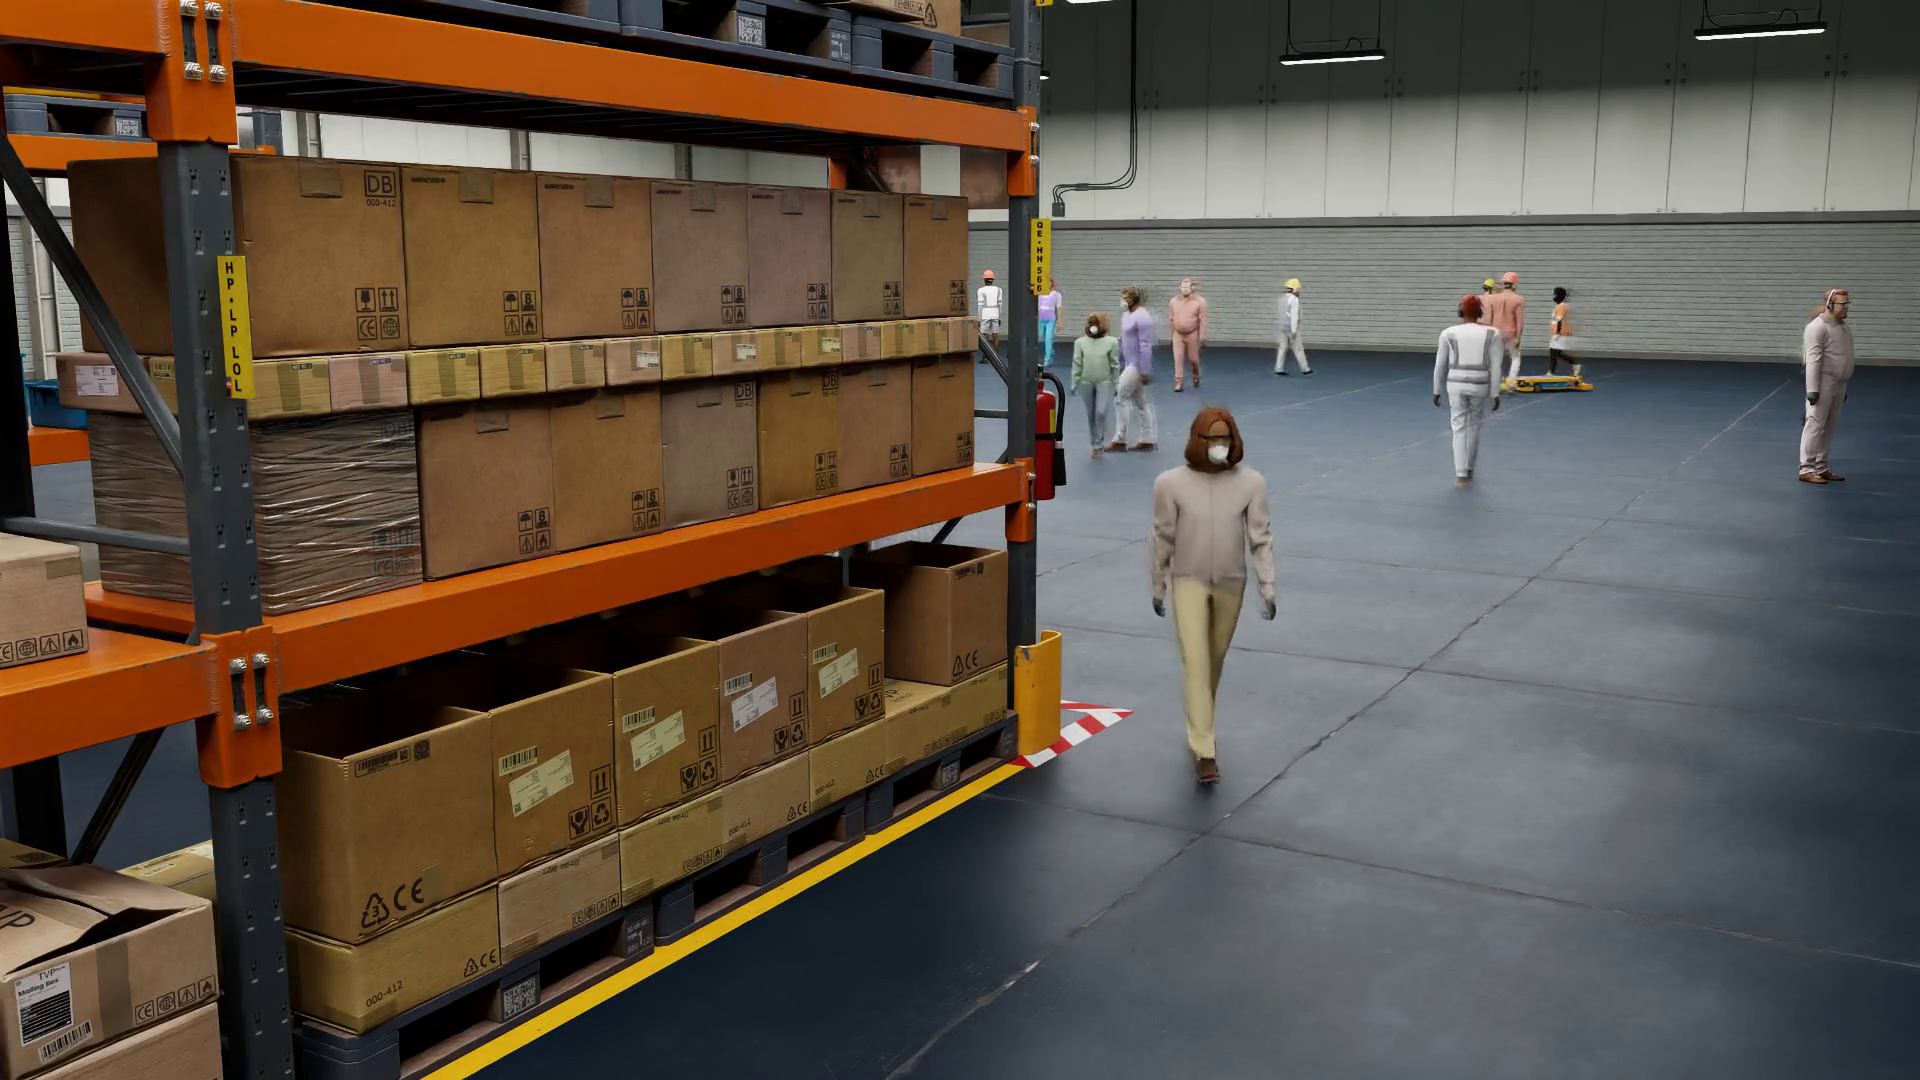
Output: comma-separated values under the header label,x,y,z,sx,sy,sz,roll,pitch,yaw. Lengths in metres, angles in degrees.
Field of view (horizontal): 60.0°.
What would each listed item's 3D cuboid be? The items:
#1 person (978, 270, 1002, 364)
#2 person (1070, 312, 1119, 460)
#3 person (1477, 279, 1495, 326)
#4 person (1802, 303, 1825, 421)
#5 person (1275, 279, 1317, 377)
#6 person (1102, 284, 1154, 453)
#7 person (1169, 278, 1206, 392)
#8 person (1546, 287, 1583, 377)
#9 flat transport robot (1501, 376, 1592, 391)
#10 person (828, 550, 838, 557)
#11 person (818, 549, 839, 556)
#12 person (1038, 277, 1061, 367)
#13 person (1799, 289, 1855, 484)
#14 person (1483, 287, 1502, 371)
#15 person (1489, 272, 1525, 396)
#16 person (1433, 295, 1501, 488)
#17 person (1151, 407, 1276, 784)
label,x,y,z,sx,sy,sz,roll,pitch,yaw
person,0.603,-4.609,34.436,0.545,1.935,0.369,-4,10,-21
person,1.457,-1.681,18.226,0.517,1.603,0.686,3,10,18
person,10.586,-4.349,33.408,0.525,1.769,0.310,9,13,43
person,11.404,-2.337,22.055,0.691,1.619,0.526,-6,12,-33
person,6.212,-3.900,30.675,0.803,1.798,0.622,-3,10,-14
person,1.875,-1.936,18.852,0.809,1.905,0.644,-1,10,-6
person,3.760,-3.397,27.491,0.640,1.878,0.789,3,10,19
person,10.820,-3.694,29.829,0.633,1.683,0.538,3,10,15
flat transport robot,9.644,-2.593,27.497,1.431,0.197,0.652,-3,10,-16
person,-0.703,-0.302,9.628,0.633,1.804,0.891,5,11,28
person,-0.715,-0.093,8.562,0.719,1.741,0.538,-8,12,-38
person,1.765,-4.394,33.480,0.598,1.829,0.571,6,11,31
person,8.562,-1.510,16.375,0.654,1.906,0.407,-7,12,-37
person,10.421,-4.093,32.327,0.484,1.622,0.511,-8,13,-41
person,8.724,-3.275,26.532,0.623,1.971,0.663,8,13,40
person,4.952,-1.466,16.304,0.610,1.835,0.958,2,10,11
person,1.095,0.209,7.237,0.510,1.580,0.871,-1,10,-5
